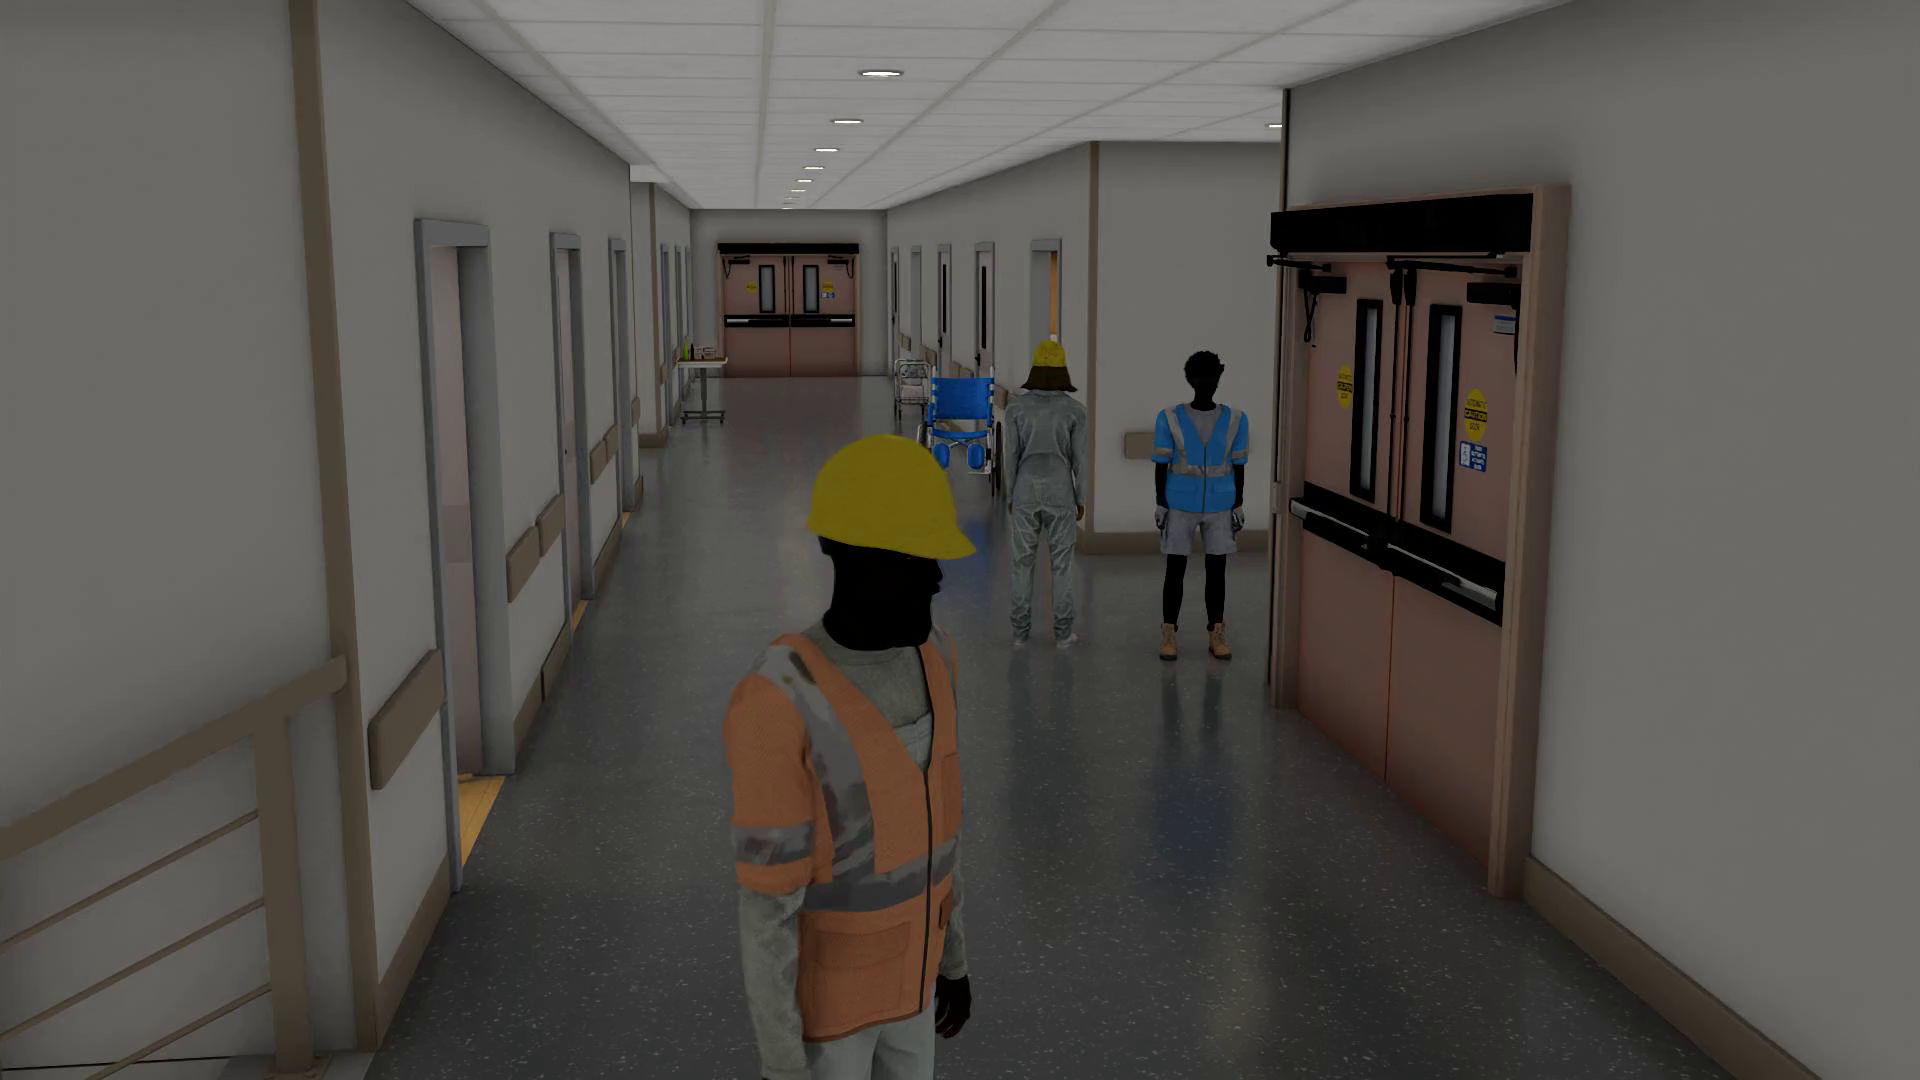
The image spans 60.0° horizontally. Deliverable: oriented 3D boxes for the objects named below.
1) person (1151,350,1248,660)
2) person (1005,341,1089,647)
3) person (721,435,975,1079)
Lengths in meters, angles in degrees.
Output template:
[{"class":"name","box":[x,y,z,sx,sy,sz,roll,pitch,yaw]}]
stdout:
[{"class":"person","box":[1.310,-0.184,9.102,0.535,1.700,0.318,0,10,-2]},{"class":"person","box":[0.491,-0.258,9.437,0.479,1.733,0.347,2,10,9]},{"class":"person","box":[-0.155,0.769,2.919,0.398,1.920,0.586,6,11,31]}]
